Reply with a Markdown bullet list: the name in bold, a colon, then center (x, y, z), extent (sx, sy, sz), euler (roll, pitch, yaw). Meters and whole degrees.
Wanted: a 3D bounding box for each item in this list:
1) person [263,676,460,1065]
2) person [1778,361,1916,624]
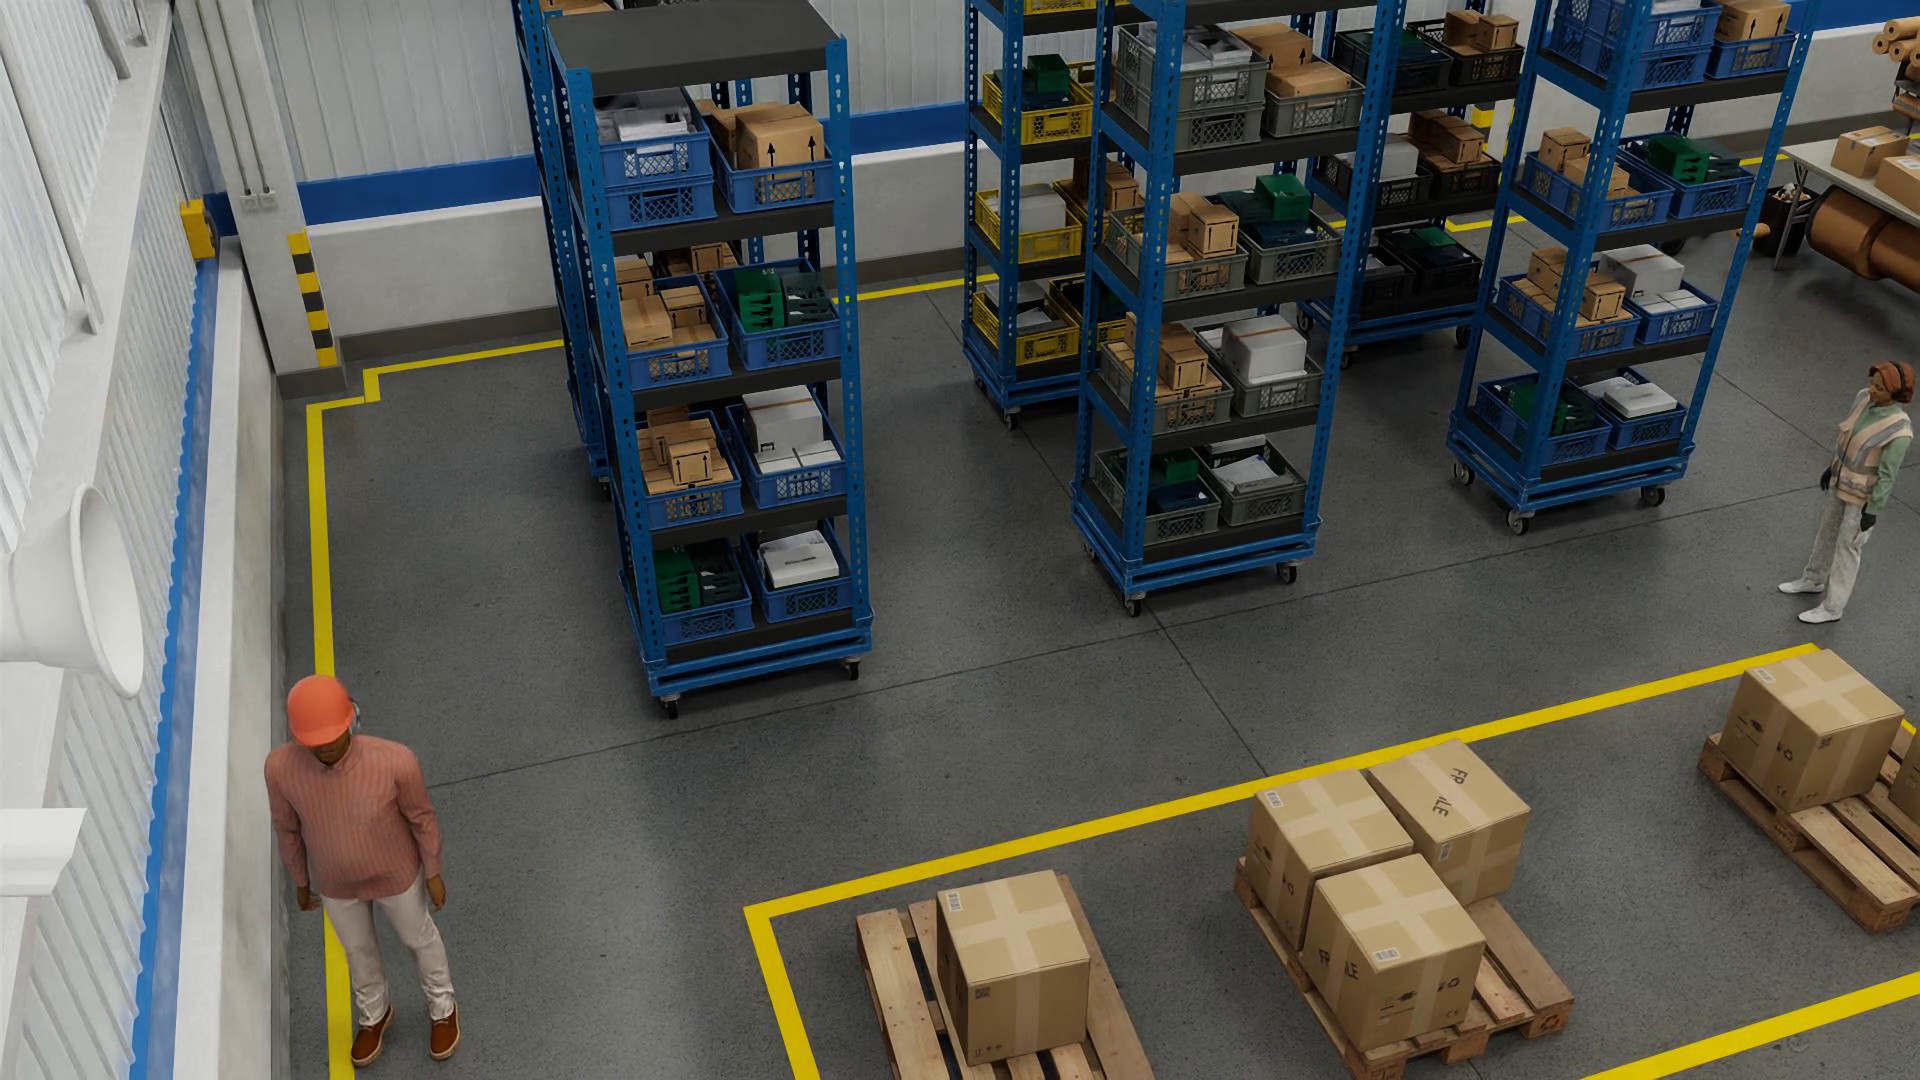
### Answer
- **person**: center (-2.381, 1.336, 6.655), extent (0.630, 1.995, 0.386), euler (-2, 35, -3)
- **person**: center (4.975, -0.269, 9.243), extent (0.312, 1.633, 0.518), euler (0, 35, 0)
